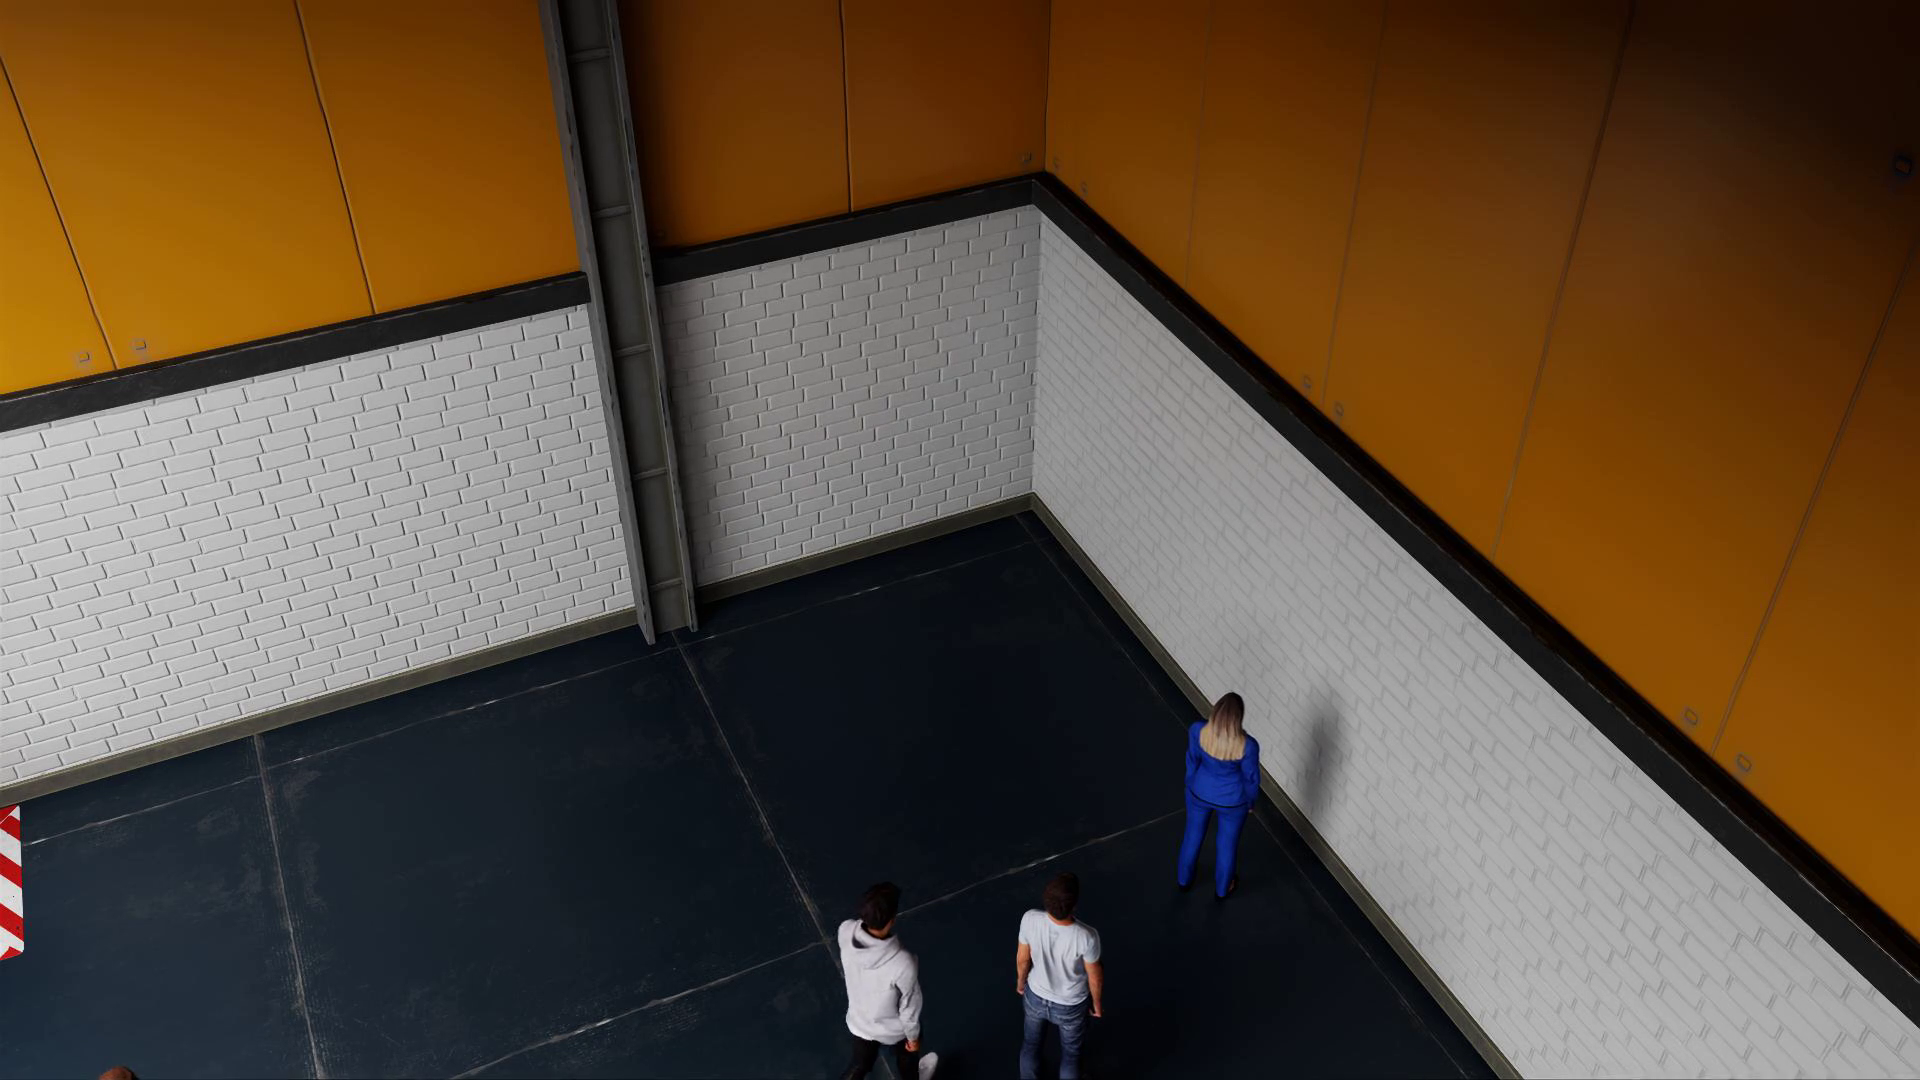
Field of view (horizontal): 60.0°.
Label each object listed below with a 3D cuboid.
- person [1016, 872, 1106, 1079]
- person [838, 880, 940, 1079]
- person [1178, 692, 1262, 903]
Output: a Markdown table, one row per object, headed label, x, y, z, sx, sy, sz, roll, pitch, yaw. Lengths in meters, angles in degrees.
| label | x | y | z | sx | sy | sz | roll | pitch | yaw |
| --- | --- | --- | --- | --- | --- | --- | --- | --- | --- |
| person | 0.521 | 2.434 | 8.922 | 0.707 | 1.866 | 0.768 | 13 | 40 | 15 |
| person | -0.477 | 2.561 | 8.738 | 1.099 | 1.897 | 1.310 | 22 | 44 | 25 |
| person | 1.570 | 1.568 | 10.139 | 0.702 | 1.701 | 0.748 | 16 | 41 | 19 |
